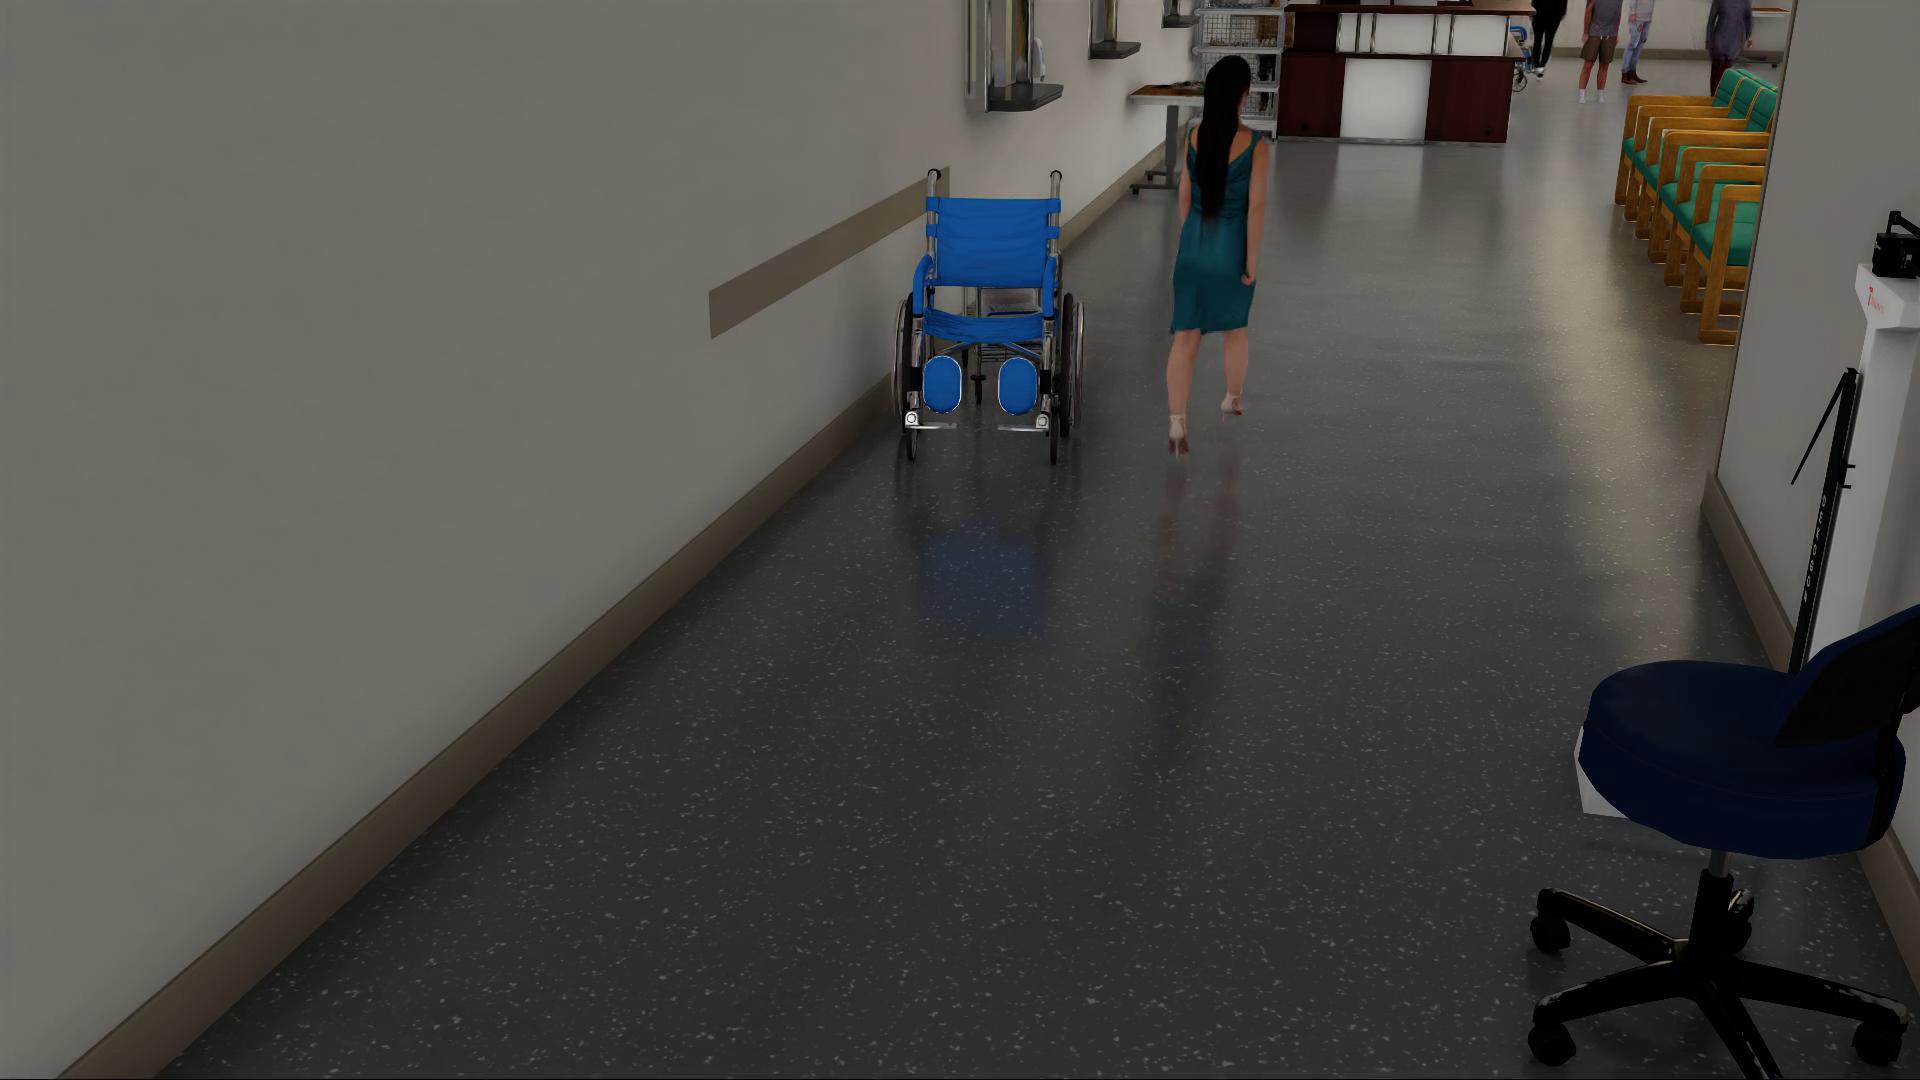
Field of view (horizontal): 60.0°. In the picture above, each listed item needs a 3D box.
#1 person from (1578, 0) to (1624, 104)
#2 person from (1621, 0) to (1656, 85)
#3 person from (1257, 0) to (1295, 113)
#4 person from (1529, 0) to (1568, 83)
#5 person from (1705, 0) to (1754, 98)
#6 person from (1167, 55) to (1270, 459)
[{"bbox_3d":[7.873,-6.243,20.419,0.621,1.847,0.774,-2,21,-4],"label":"person"},{"bbox_3d":[9.250,-7.164,22.609,0.769,1.841,0.760,-19,28,-40],"label":"person"},{"bbox_3d":[3.650,-5.697,19.299,0.649,1.442,0.676,3,21,9],"label":"person"},{"bbox_3d":[7.872,-6.991,22.291,1.134,1.743,0.731,7,22,18],"label":"person"},{"bbox_3d":[8.608,-5.608,18.729,0.942,1.680,0.740,2,21,6],"label":"person"},{"bbox_3d":[1.033,-1.126,6.964,1.016,1.631,0.728,9,22,22],"label":"person"}]
